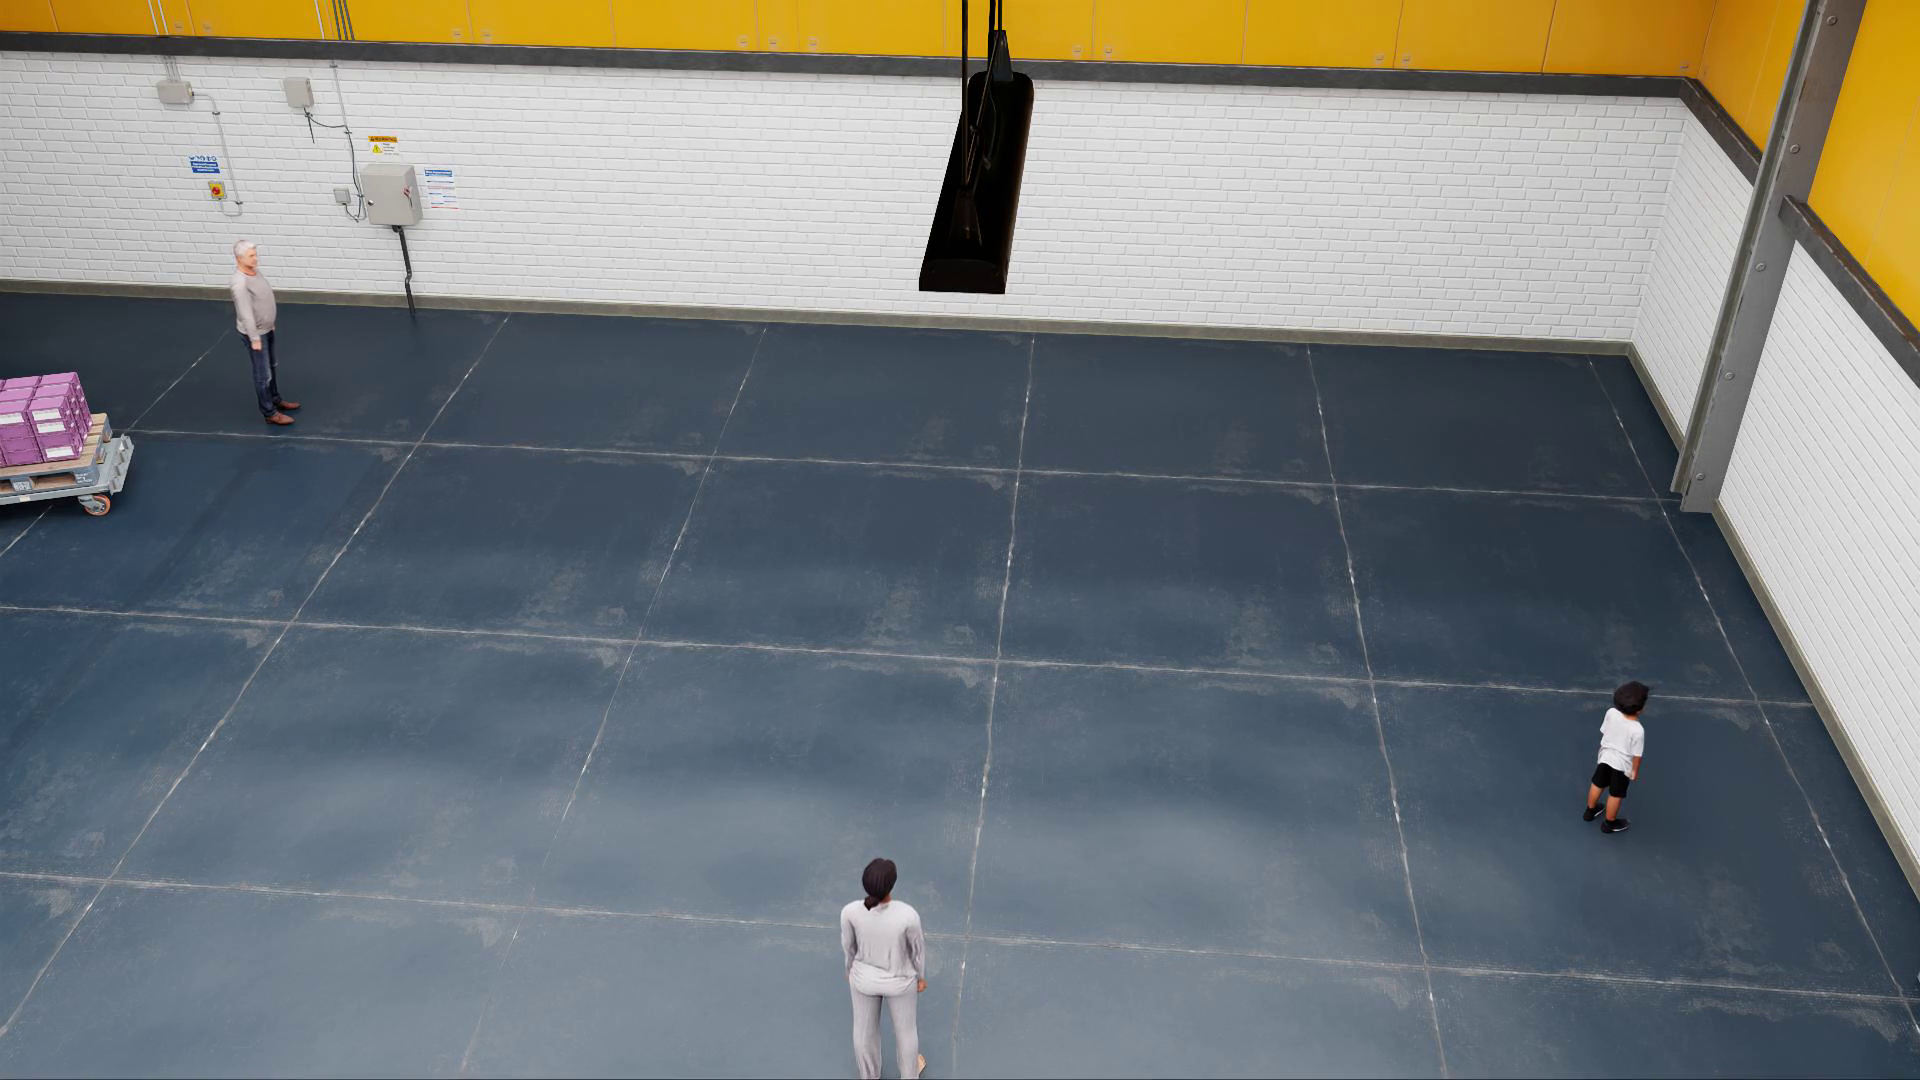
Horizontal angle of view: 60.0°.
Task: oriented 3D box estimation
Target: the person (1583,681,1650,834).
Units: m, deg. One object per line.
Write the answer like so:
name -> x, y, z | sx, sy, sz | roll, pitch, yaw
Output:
person -> 4.594, 1.505, 11.605 | 0.649, 1.265, 0.583 | -19, 38, -26

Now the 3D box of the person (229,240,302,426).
person -> -6.917, -2.064, 16.400 | 0.832, 1.901, 0.627 | -3, 34, -5

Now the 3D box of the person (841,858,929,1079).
person -> -0.444, 2.526, 9.643 | 0.640, 1.736, 0.527 | 4, 34, 6
